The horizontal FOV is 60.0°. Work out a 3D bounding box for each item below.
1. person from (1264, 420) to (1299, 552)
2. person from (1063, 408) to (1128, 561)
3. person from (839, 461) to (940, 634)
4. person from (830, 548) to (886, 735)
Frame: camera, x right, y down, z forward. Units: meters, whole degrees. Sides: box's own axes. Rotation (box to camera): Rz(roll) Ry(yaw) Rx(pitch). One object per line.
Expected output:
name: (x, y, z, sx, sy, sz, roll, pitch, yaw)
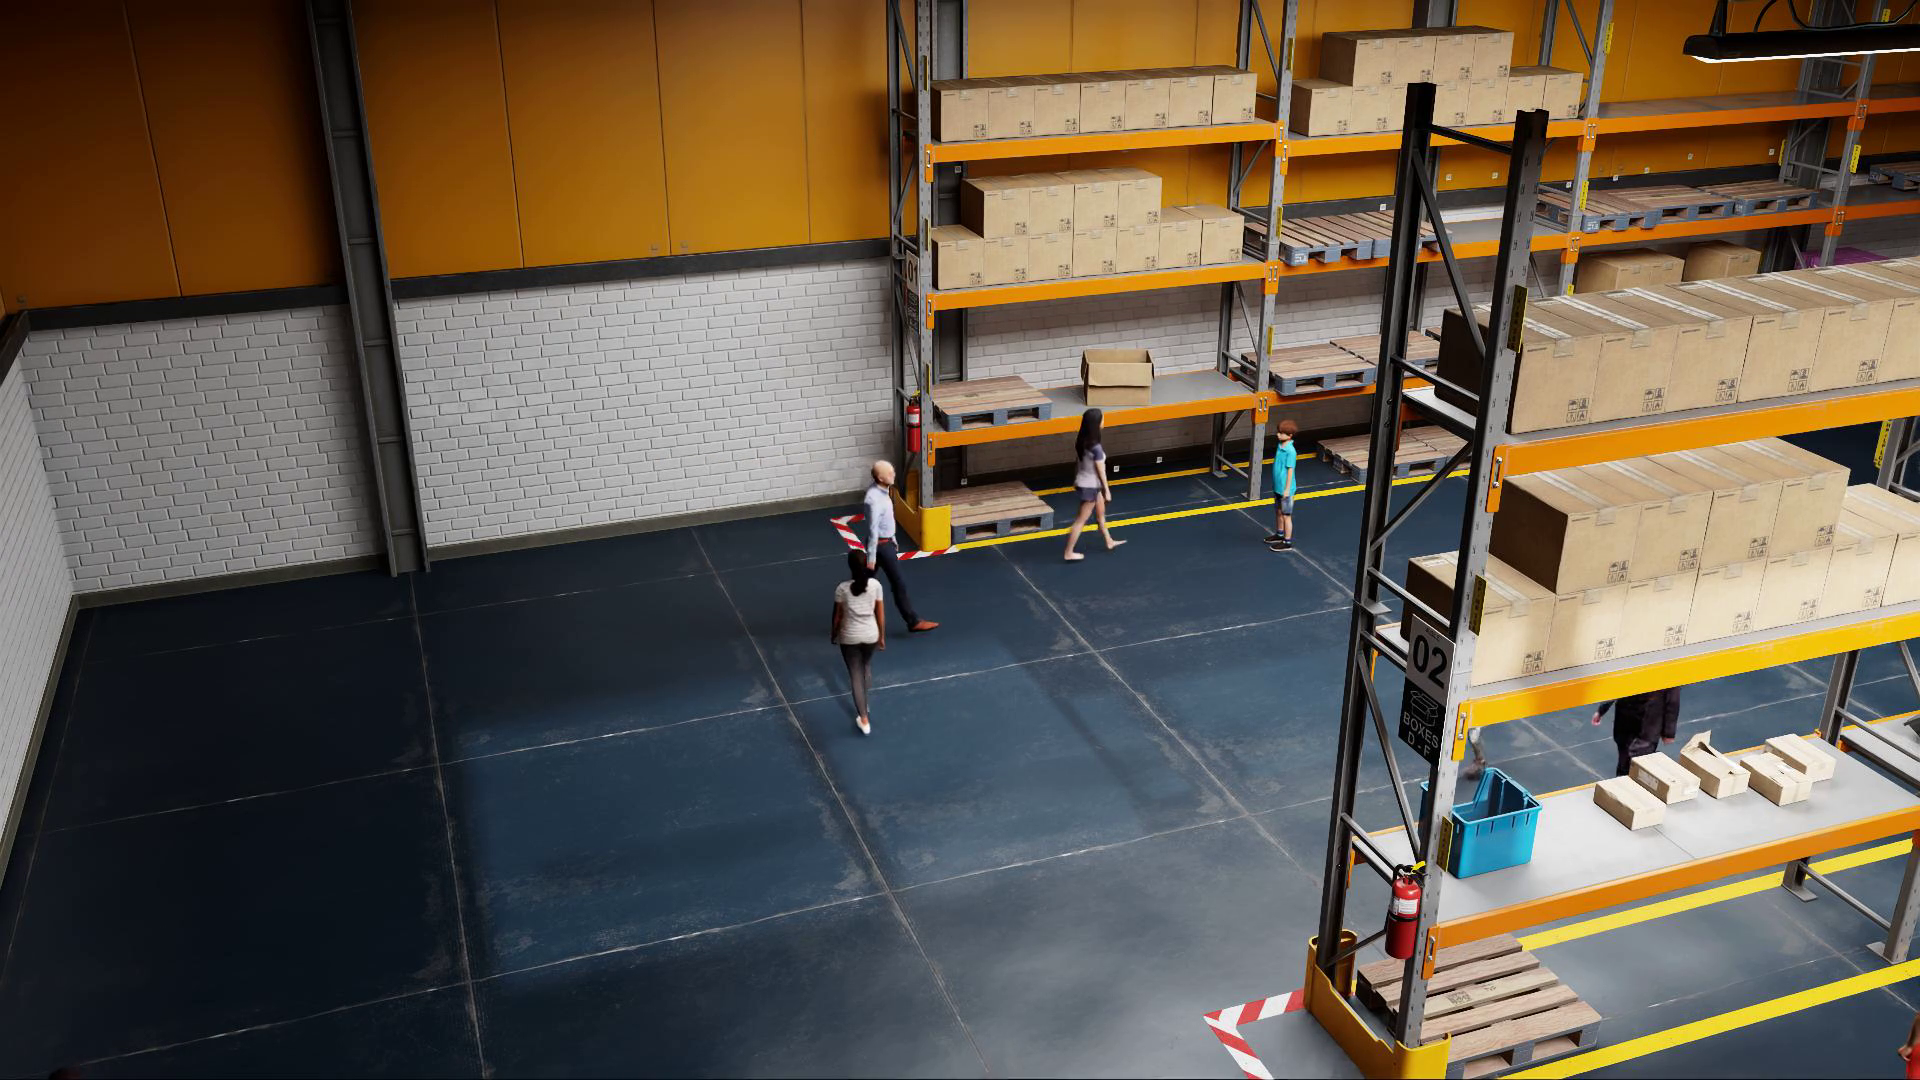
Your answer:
person: (3.471, -0.598, 17.749, 0.507, 1.448, 0.527, -6, 24, -13)
person: (1.268, -0.545, 17.350, 0.967, 1.671, 0.601, -8, 25, -17)
person: (-0.843, 0.100, 15.783, 1.292, 1.744, 0.955, 1, 24, 1)
person: (-0.826, 0.886, 14.148, 0.839, 1.613, 0.651, -9, 25, -20)
